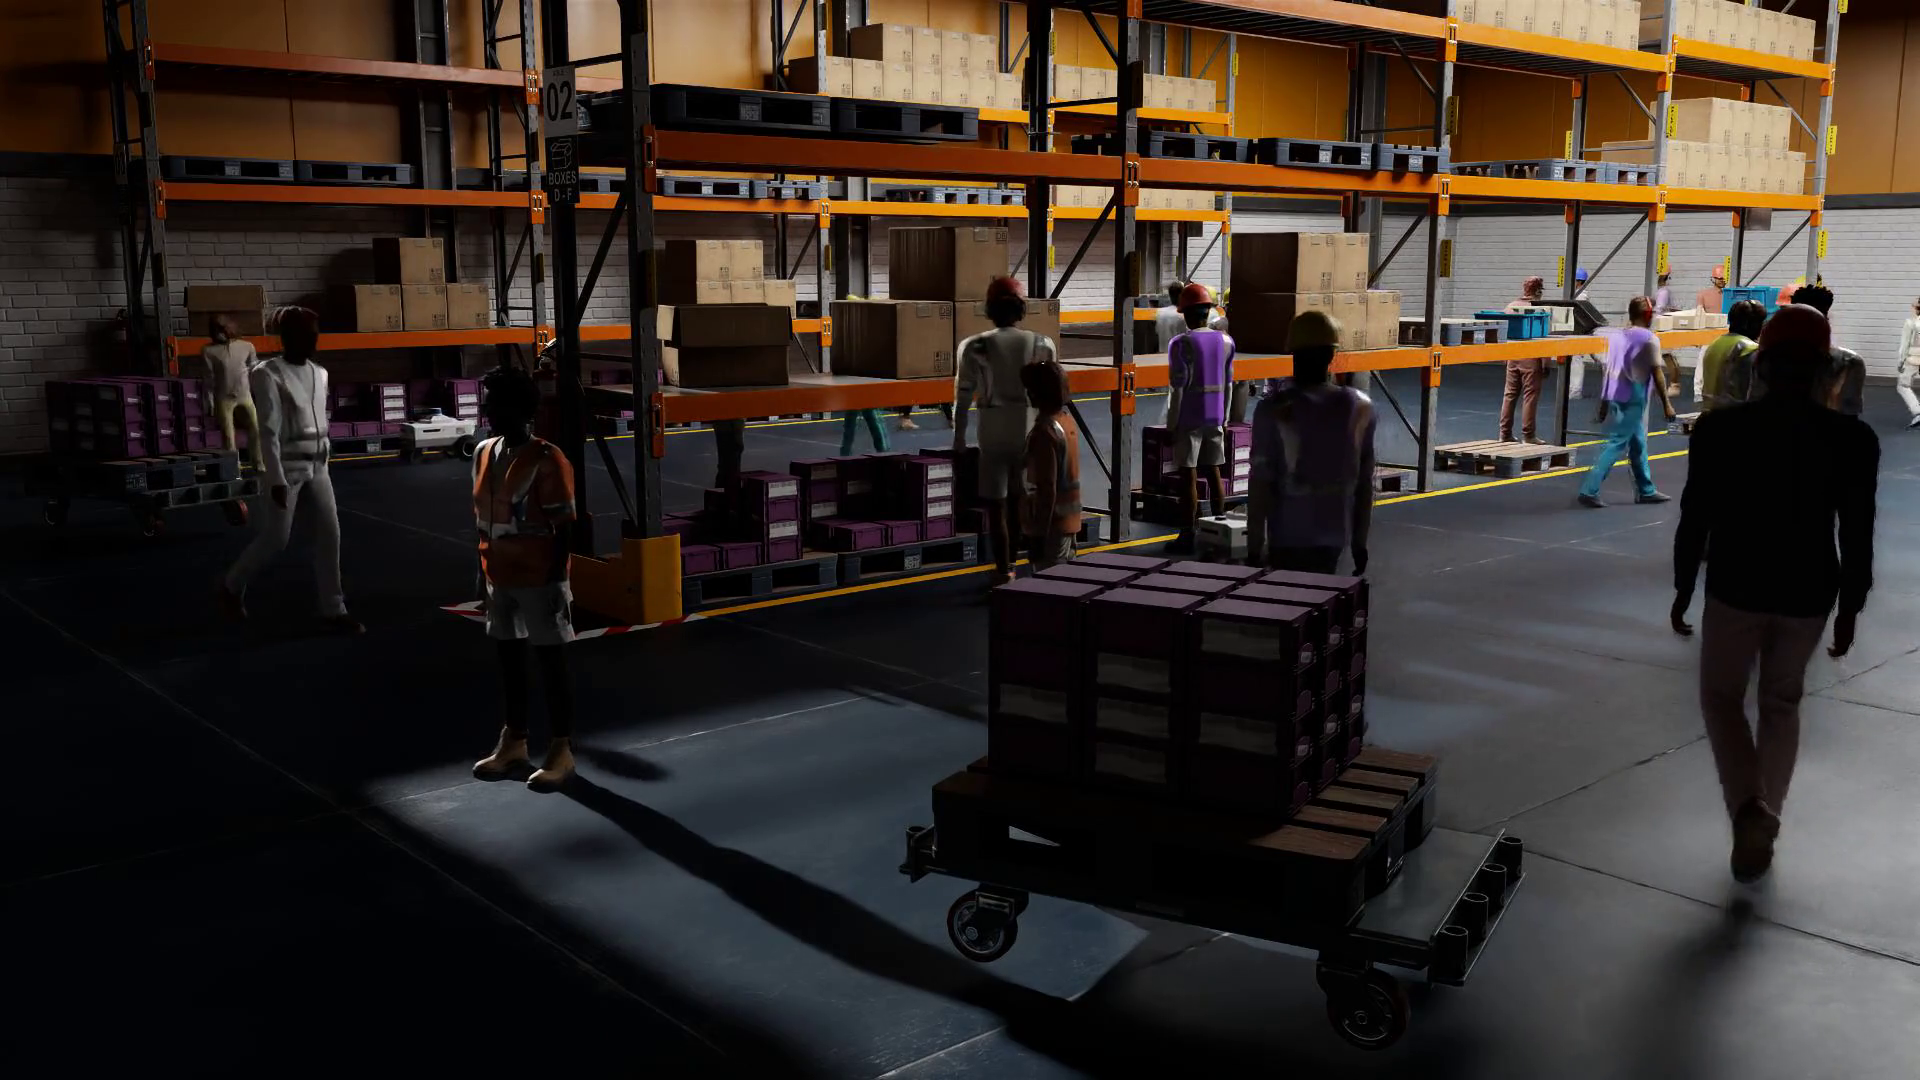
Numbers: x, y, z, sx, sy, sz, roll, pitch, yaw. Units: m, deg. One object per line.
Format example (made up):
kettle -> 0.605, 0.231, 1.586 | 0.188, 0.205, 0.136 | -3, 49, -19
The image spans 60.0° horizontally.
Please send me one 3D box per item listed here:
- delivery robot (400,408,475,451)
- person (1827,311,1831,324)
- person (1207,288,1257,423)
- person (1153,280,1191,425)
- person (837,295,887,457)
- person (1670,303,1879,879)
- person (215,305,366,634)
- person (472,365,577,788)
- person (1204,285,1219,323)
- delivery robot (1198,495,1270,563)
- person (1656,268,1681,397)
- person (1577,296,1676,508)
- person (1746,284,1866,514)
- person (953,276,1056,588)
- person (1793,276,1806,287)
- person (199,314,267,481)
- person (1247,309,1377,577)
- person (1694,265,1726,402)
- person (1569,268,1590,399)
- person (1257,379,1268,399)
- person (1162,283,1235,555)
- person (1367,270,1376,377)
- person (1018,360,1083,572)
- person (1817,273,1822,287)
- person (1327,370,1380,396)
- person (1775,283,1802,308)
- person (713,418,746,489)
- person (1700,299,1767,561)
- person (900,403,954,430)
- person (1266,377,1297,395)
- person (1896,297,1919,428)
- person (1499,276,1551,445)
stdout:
delivery robot -> -5.399, -1.122, 17.178 | 0.707, 0.478, 0.477 | -8, 12, -38
person -> 11.243, -2.505, 22.113 | 0.528, 1.731, 0.848 | 2, 10, 13
person -> 2.696, -1.595, 16.483 | 0.596, 1.832, 0.404 | -5, 11, -27
person -> 2.390, -1.947, 18.474 | 0.396, 1.855, 0.561 | -8, 13, -39
person -> -1.080, -1.556, 16.547 | 0.818, 1.728, 0.550 | -3, 10, -15
person -> 2.785, 0.182, 5.692 | 0.618, 1.969, 0.773 | 2, 10, 13
person -> -3.816, -0.391, 9.388 | 0.865, 1.861, 0.575 | 4, 10, 20
person -> -1.756, 0.147, 6.685 | 0.536, 1.696, 0.321 | 6, 12, 34
person -> 3.271, -2.493, 22.002 | 0.317, 1.742, 0.492 | 3, 10, 16
delivery robot -> 1.918, -0.056, 10.938 | 0.707, 0.478, 0.477 | -5, 11, -28
person -> 10.488, -3.167, 25.199 | 1.014, 1.991, 0.635 | 3, 10, 19
person -> 5.652, -1.159, 14.075 | 0.964, 1.798, 0.574 | -1, 10, -8
person -> 4.807, -0.473, 9.525 | 0.608, 1.966, 0.374 | 5, 11, 26
person -> 0.280, -0.616, 10.275 | 0.631, 2.002, 0.611 | -2, 10, -12
person -> 12.600, -3.051, 25.040 | 0.403, 1.822, 0.588 | 1, 10, 3
person -> -6.660, -1.295, 15.430 | 0.690, 1.594, 0.345 | -9, 13, -42
person -> 1.538, -0.037, 7.176 | 0.603, 1.903, 0.789 | -3, 10, -17
person -> 10.996, -2.992, 24.190 | 0.614, 1.993, 0.395 | 0, 10, 3
person -> 9.183, -3.074, 24.802 | 0.380, 1.951, 0.605 | 1, 10, 9
person -> 4.645, -2.981, 24.641 | 0.405, 1.823, 0.591 | -6, 12, -33
person -> 1.682, -0.856, 11.872 | 0.543, 1.931, 0.371 | -5, 11, -27
person -> 7.084, -3.767, 29.062 | 0.367, 1.895, 0.743 | 7, 12, 34
person -> 0.431, -0.036, 7.933 | 0.312, 1.636, 0.520 | 3, 10, 16
person -> 13.517, -3.313, 26.435 | 0.513, 1.872, 0.328 | 9, 13, 42
person -> 4.237, -1.899, 17.953 | 0.627, 1.940, 0.372 | 4, 10, 21
person -> 7.827, -1.452, 15.548 | 0.838, 1.891, 0.564 | -6, 11, -31
person -> -1.687, -0.786, 12.328 | 0.279, 1.632, 0.502 | -3, 10, -19
person -> 5.304, -0.721, 11.380 | 0.430, 1.837, 0.627 | 0, 10, -1
person -> -0.367, -2.162, 20.337 | 0.864, 1.649, 0.541 | -6, 12, -33
person -> 3.418, -1.795, 17.443 | 0.409, 1.907, 0.651 | -4, 11, -23
person -> 11.757, -2.156, 20.350 | 0.583, 1.629, 0.335 | 0, 10, -3
person -> 6.432, -2.023, 18.821 | 0.397, 1.899, 0.635 | -6, 12, -33
